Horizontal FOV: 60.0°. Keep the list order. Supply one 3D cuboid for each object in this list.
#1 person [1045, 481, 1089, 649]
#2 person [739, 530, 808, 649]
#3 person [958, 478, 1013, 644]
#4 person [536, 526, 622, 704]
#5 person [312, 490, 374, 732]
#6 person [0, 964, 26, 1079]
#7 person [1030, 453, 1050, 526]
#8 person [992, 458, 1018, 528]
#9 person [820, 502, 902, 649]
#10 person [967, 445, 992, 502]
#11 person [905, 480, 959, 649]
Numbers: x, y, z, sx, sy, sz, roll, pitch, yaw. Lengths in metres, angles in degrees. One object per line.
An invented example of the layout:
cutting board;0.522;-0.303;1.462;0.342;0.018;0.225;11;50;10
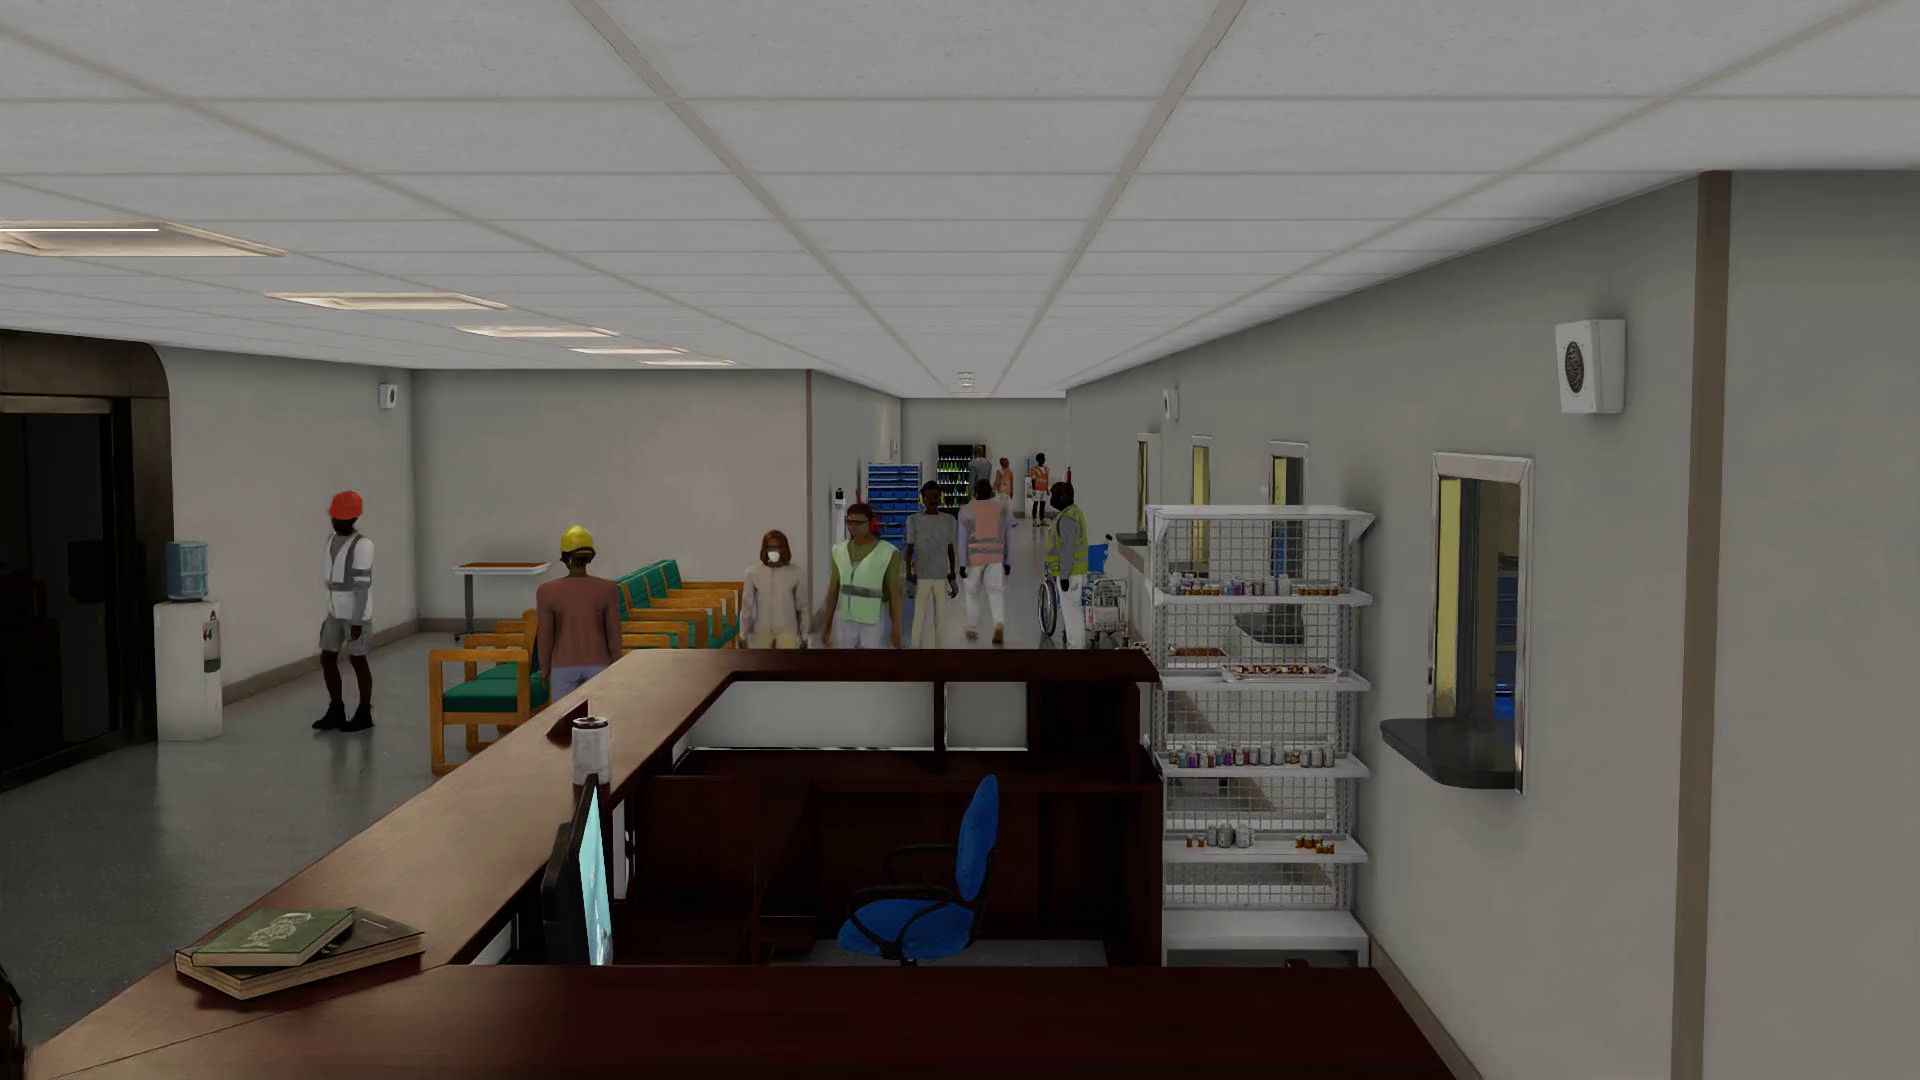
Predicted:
person;1.064;0.329;16.603;0.431;1.833;0.644;1;4;9
person;-1.412;0.714;12.766;0.506;1.608;0.772;0;4;6
person;0.292;0.227;18.199;0.632;1.808;0.911;-1;4;-12
person;-2.382;0.795;10.418;0.525;1.771;0.310;-1;4;-16
person;-4.723;0.558;12.841;0.586;1.896;0.519;3;5;32
person;-1.208;1.366;1.986;0.633;1.836;0.429;-2;5;-29
person;1.852;-1.158;38.294;0.536;1.700;0.318;-4;5;-41
person;1.038;-1.079;37.818;0.825;1.605;0.515;3;5;41
person;-0.728;0.636;12.213;0.585;1.824;0.495;3;5;33
person;0.385;-1.004;34.479;0.372;1.940;0.630;4;6;42
person;-0.266;0.372;15.680;0.518;1.866;0.326;-1;4;-18
